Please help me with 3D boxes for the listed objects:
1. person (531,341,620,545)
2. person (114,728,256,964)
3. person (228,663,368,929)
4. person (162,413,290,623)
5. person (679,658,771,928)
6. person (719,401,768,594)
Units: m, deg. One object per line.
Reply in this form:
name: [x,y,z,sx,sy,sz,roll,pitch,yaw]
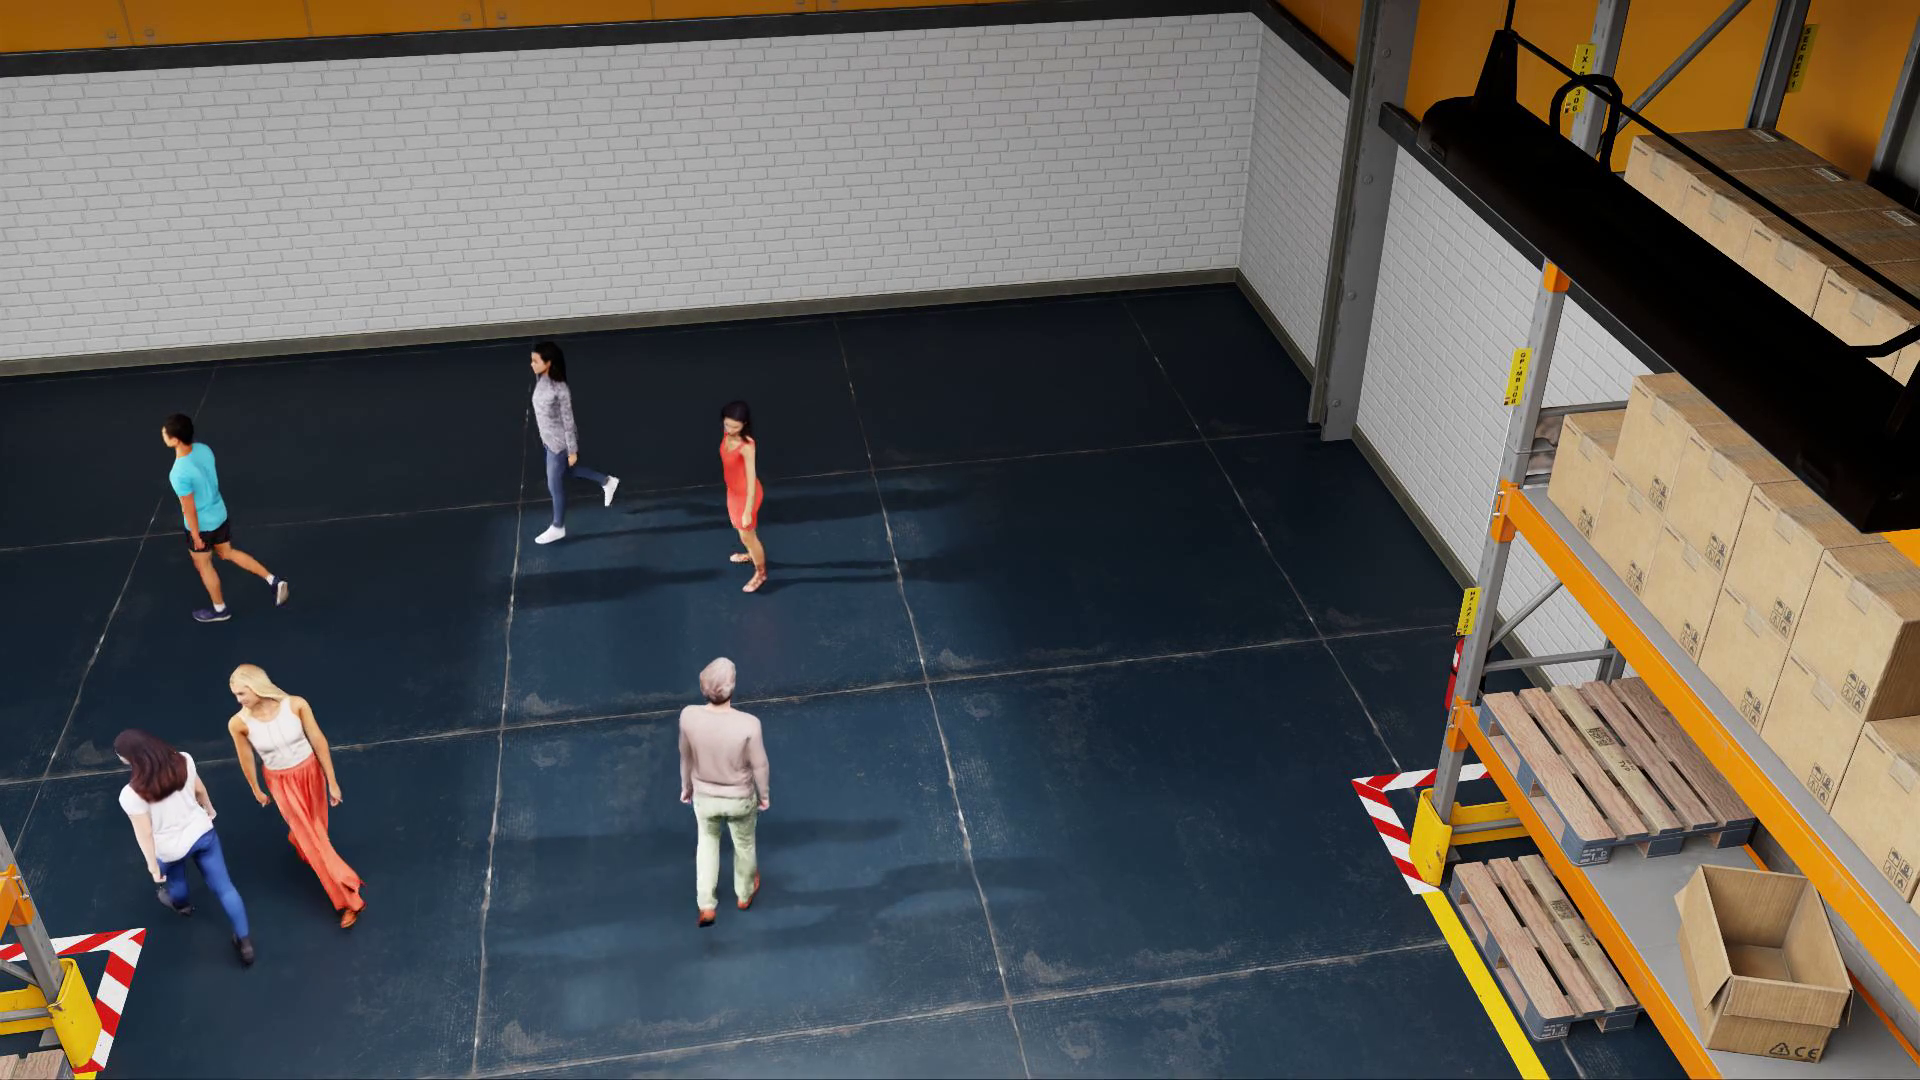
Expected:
person: [-3.107,-0.811,13.230,0.996,1.709,1.090,-23,40,-31]
person: [-4.328,1.782,9.395,1.164,1.637,1.067,26,41,33]
person: [-3.961,1.409,9.865,0.974,1.738,1.236,-25,41,-32]
person: [-5.424,-0.139,12.178,0.869,1.756,0.991,3,34,5]
person: [-1.378,1.530,9.573,0.831,1.860,0.999,2,34,4]
person: [-1.605,-0.358,12.572,0.888,1.685,0.694,-10,35,-15]
